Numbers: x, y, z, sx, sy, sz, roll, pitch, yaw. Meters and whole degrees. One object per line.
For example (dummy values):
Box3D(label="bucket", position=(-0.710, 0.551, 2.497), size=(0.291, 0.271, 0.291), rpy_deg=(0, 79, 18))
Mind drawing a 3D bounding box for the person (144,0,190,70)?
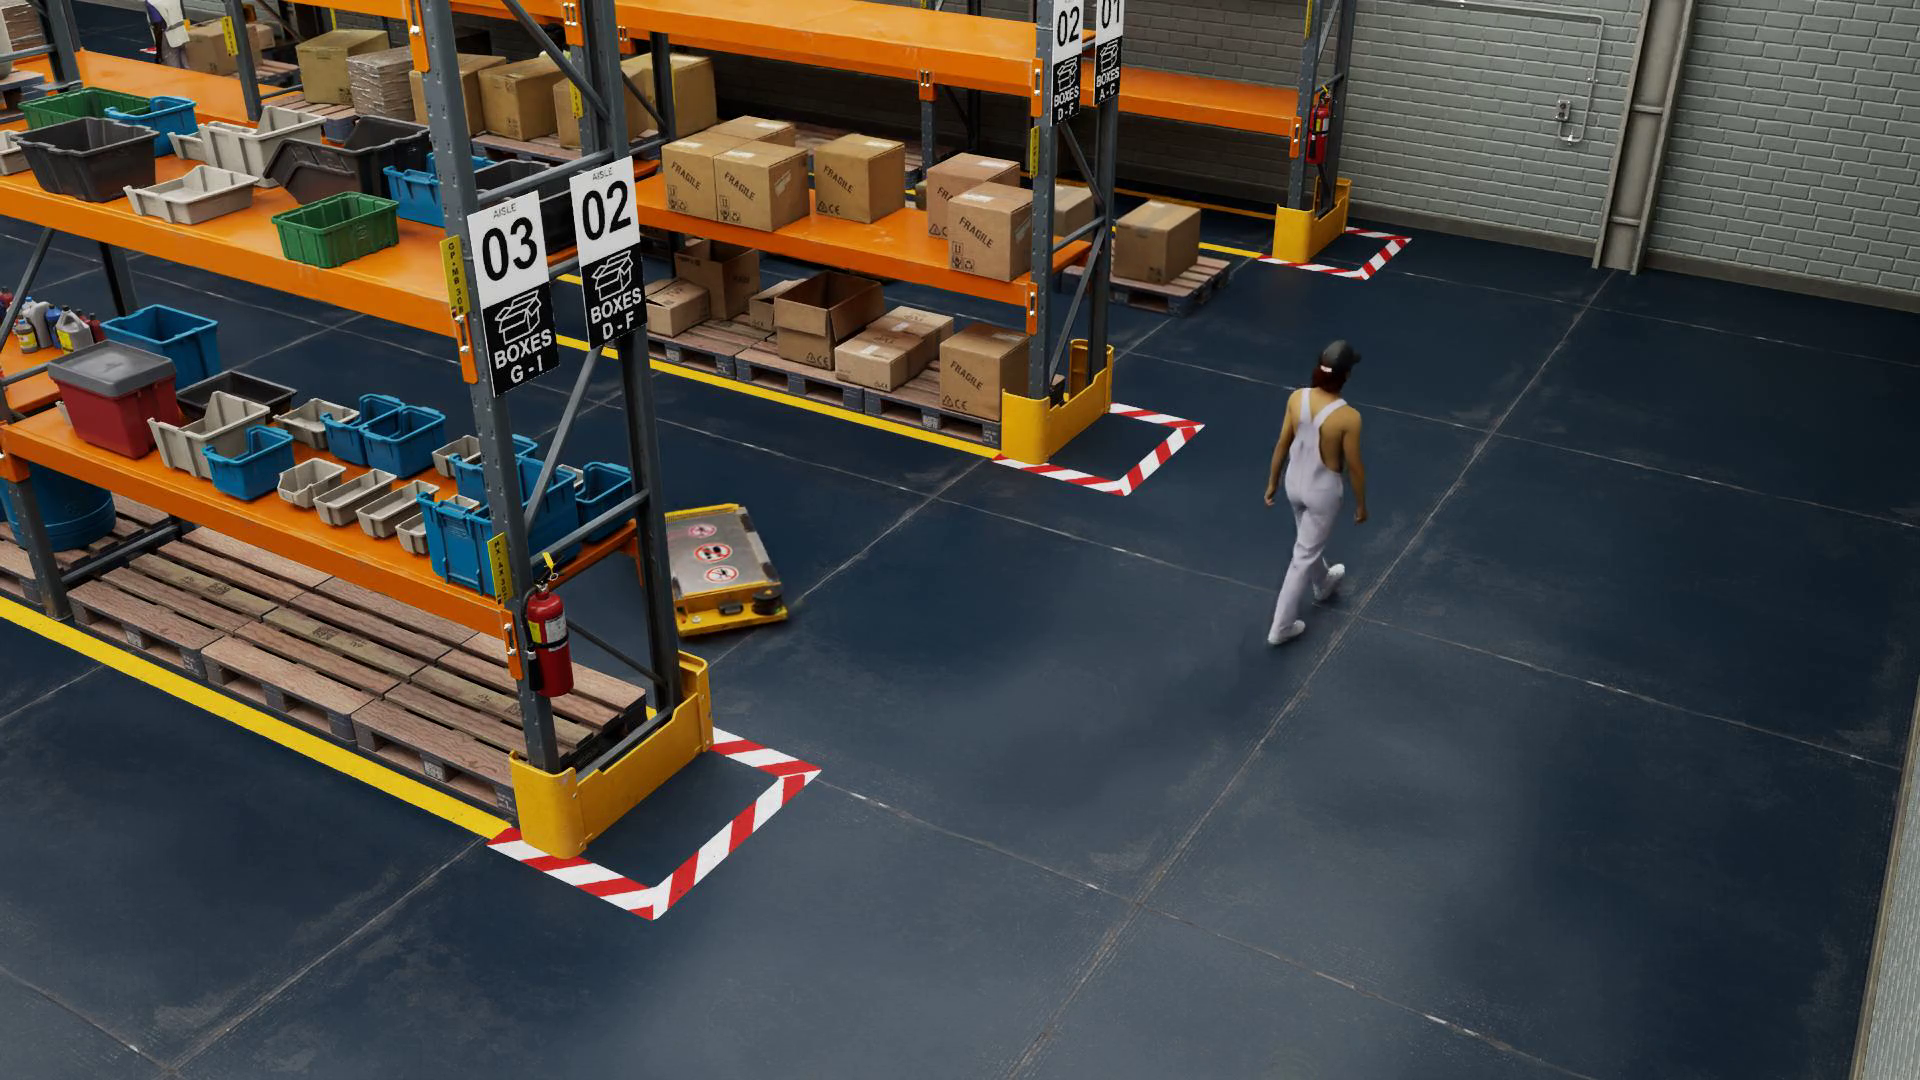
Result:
Box3D(label="person", position=(-9.154, -5.739, 19.307), size=(0.387, 1.849, 0.566), rpy_deg=(3, 29, 6))

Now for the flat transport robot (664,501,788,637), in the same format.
Box3D(label="flat transport robot", position=(-1.559, 0.135, 10.391), size=(0.659, 0.231, 1.431), rpy_deg=(-9, 30, -16))

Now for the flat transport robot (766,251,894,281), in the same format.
Box3D(label="flat transport robot", position=(-1.056, -2.703, 15.483), size=(1.431, 0.231, 0.659), rpy_deg=(17, 34, 28))

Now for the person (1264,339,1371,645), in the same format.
Box3D(label="person", position=(2.128, -0.319, 9.601), size=(0.931, 1.823, 0.556), rpy_deg=(-24, 37, -36))

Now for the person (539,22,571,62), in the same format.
Box3D(label="person", position=(-4.116, -4.495, 17.228), size=(0.535, 1.699, 0.318), rpy_deg=(13, 32, 22))
